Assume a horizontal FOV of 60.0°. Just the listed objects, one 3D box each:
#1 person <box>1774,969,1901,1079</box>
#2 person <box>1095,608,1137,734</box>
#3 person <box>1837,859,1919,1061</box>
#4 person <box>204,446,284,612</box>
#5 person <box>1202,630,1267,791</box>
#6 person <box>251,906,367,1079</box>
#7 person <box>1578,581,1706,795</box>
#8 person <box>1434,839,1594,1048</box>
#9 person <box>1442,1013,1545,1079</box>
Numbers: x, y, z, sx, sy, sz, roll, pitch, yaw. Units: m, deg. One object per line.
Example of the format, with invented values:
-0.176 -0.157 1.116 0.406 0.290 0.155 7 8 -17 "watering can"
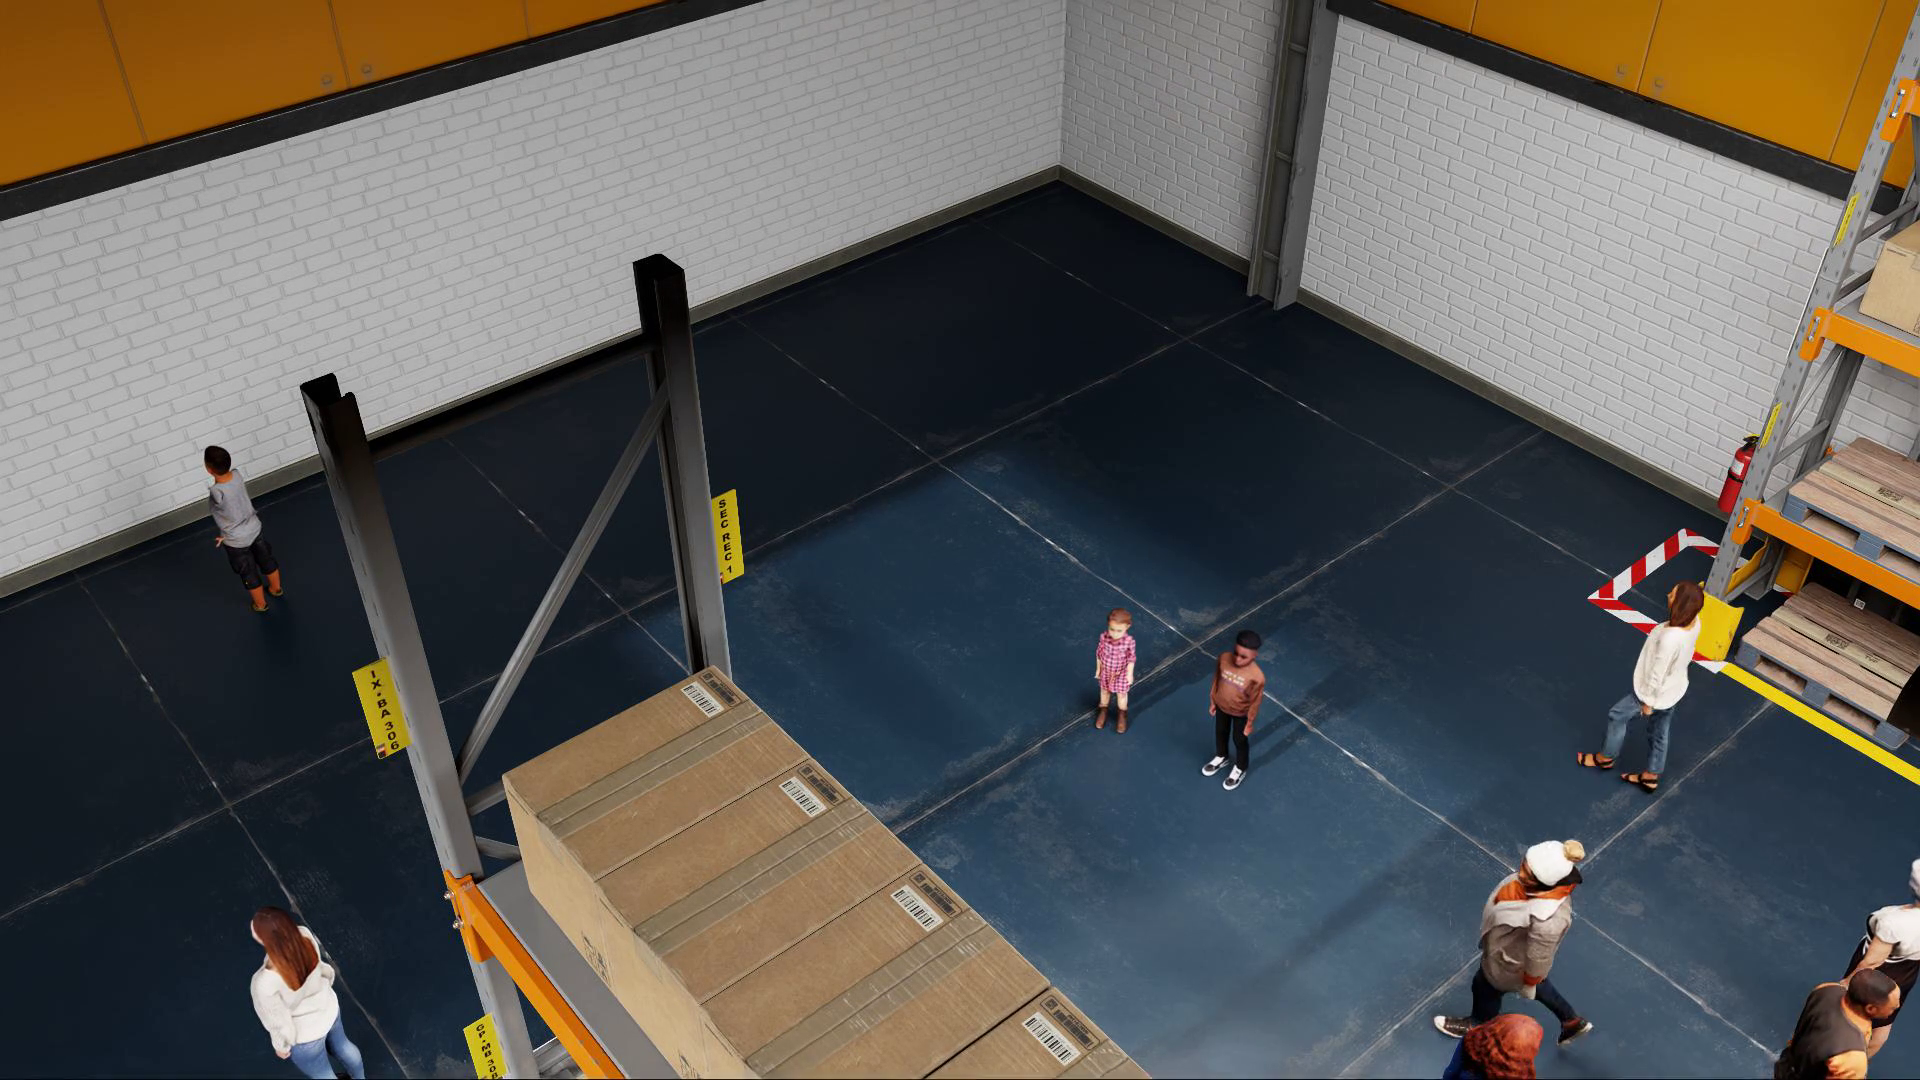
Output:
4.039 2.724 8.168 1.290 1.878 1.133 9 40 11 "person"
1.053 0.854 11.195 0.478 1.021 0.553 11 40 14 "person"
4.869 2.323 8.769 0.697 1.754 0.681 -9 39 -11 "person"
-5.236 -0.126 12.074 0.651 1.456 0.652 14 41 16 "person"
1.787 1.065 10.746 0.417 1.252 0.586 32 48 33 "person"
-3.377 2.477 8.625 0.736 1.692 0.704 8 39 10 "person"
4.503 0.981 10.522 0.670 1.664 0.771 -32 48 -34 "person"
3.108 2.172 8.876 1.172 1.856 1.005 15 41 18 "person"
2.333 2.911 8.009 0.785 1.783 0.838 -19 42 -22 "person"
